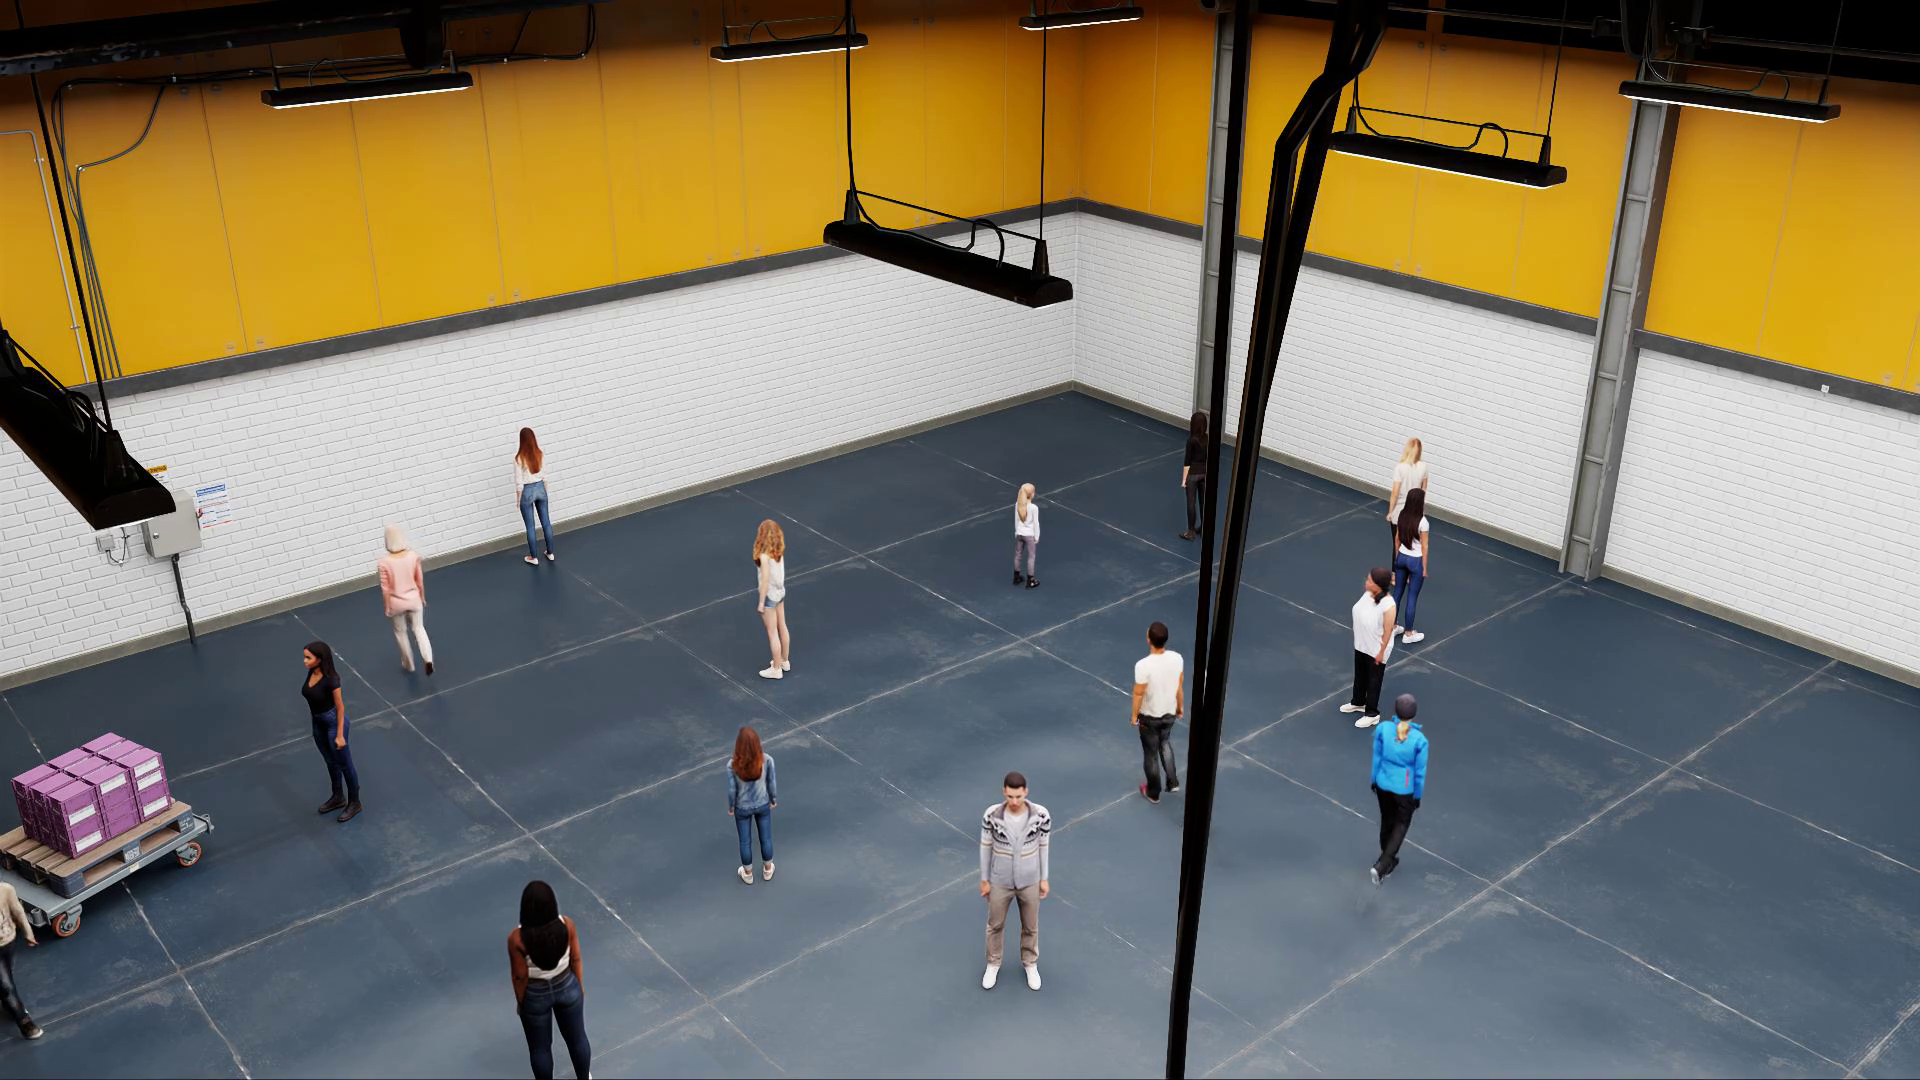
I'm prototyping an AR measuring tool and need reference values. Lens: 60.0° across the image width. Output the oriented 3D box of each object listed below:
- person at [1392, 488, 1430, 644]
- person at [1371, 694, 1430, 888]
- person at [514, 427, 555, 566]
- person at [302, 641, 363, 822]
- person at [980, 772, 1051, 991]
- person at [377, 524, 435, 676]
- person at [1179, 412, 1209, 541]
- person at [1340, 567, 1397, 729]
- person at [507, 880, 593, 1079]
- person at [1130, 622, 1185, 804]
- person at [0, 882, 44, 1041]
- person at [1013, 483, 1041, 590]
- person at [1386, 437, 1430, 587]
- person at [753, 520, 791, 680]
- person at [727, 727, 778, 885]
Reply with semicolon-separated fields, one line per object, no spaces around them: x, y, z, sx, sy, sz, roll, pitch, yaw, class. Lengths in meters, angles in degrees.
4.892;0.266;18.095;0.666;1.775;0.479;-15;28;-31;person
3.604;2.114;13.859;0.960;1.782;0.836;15;28;31;person
-5.131;-0.544;20.005;0.569;1.728;0.502;-18;29;-35;person
-5.637;1.681;14.902;0.551;1.740;0.673;15;28;30;person
0.420;2.571;12.715;0.764;1.860;0.794;0;24;-1;person
-5.746;0.667;17.260;0.633;1.708;0.913;-17;29;-33;person
2.974;-0.804;20.712;0.589;1.640;0.555;-13;27;-27;person
4.063;1.027;16.464;0.814;1.687;0.706;-5;24;-11;person
-2.828;3.136;11.486;0.705;1.809;0.695;-10;26;-22;person
1.833;1.600;15.018;0.734;1.795;0.774;-11;26;-24;person
-7.178;2.971;12.323;0.948;1.442;0.759;12;26;26;person
0.768;-0.057;19.457;0.479;1.275;0.585;17;29;33;person
5.220;-0.328;19.390;0.691;1.826;0.699;-4;24;-8;person
-1.936;0.607;17.335;0.657;1.759;0.647;10;25;21;person
-1.748;2.221;13.993;0.634;1.477;0.630;-6;24;-14;person
